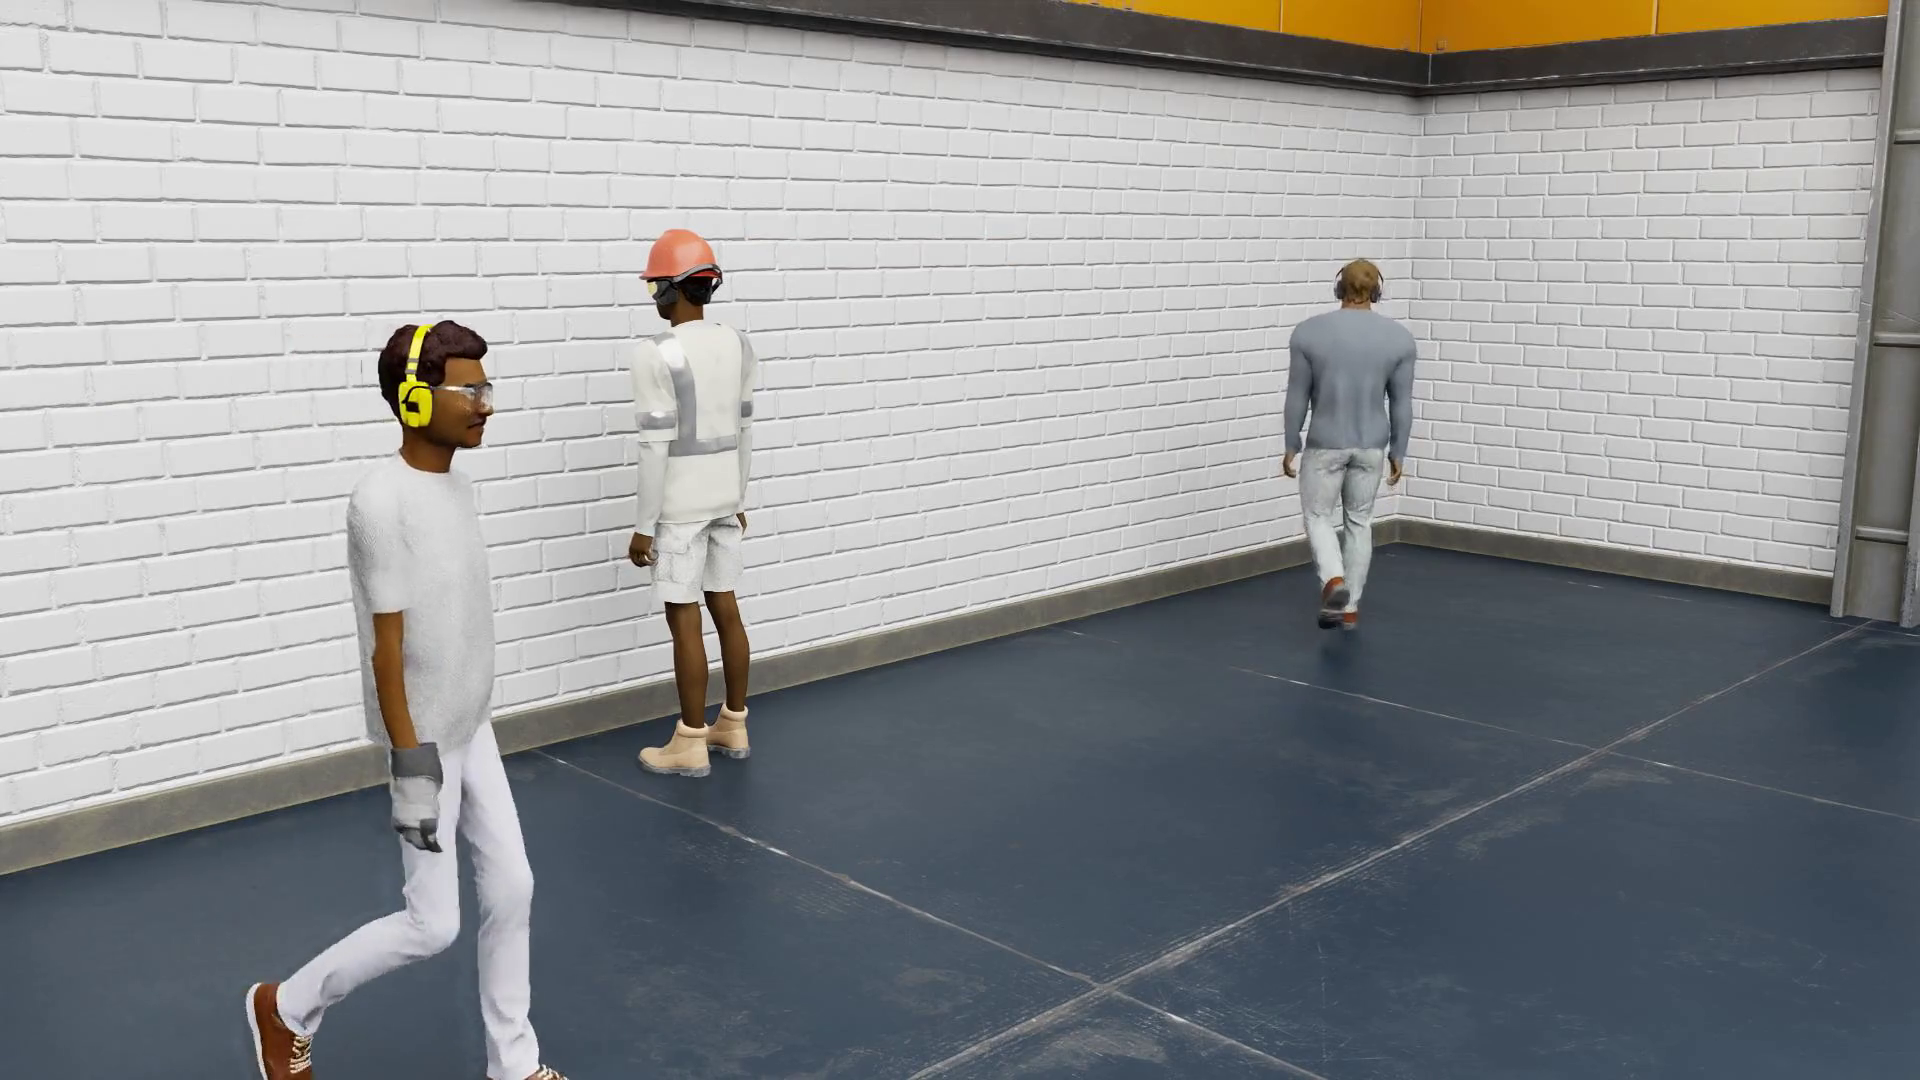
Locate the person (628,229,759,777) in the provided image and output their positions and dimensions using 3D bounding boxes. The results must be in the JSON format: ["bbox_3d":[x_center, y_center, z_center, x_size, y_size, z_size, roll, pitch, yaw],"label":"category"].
[{"bbox_3d":[-1.018,-0.132,6.255,0.371,2.044,0.608,6,12,31],"label":"person"}]

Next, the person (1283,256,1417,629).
[{"bbox_3d":[1.962,-0.460,8.389,0.640,1.919,0.621,1,10,5],"label":"person"}]

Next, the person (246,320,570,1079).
[{"bbox_3d":[-1.220,0.437,3.699,0.738,1.848,0.525,2,11,9],"label":"person"}]
